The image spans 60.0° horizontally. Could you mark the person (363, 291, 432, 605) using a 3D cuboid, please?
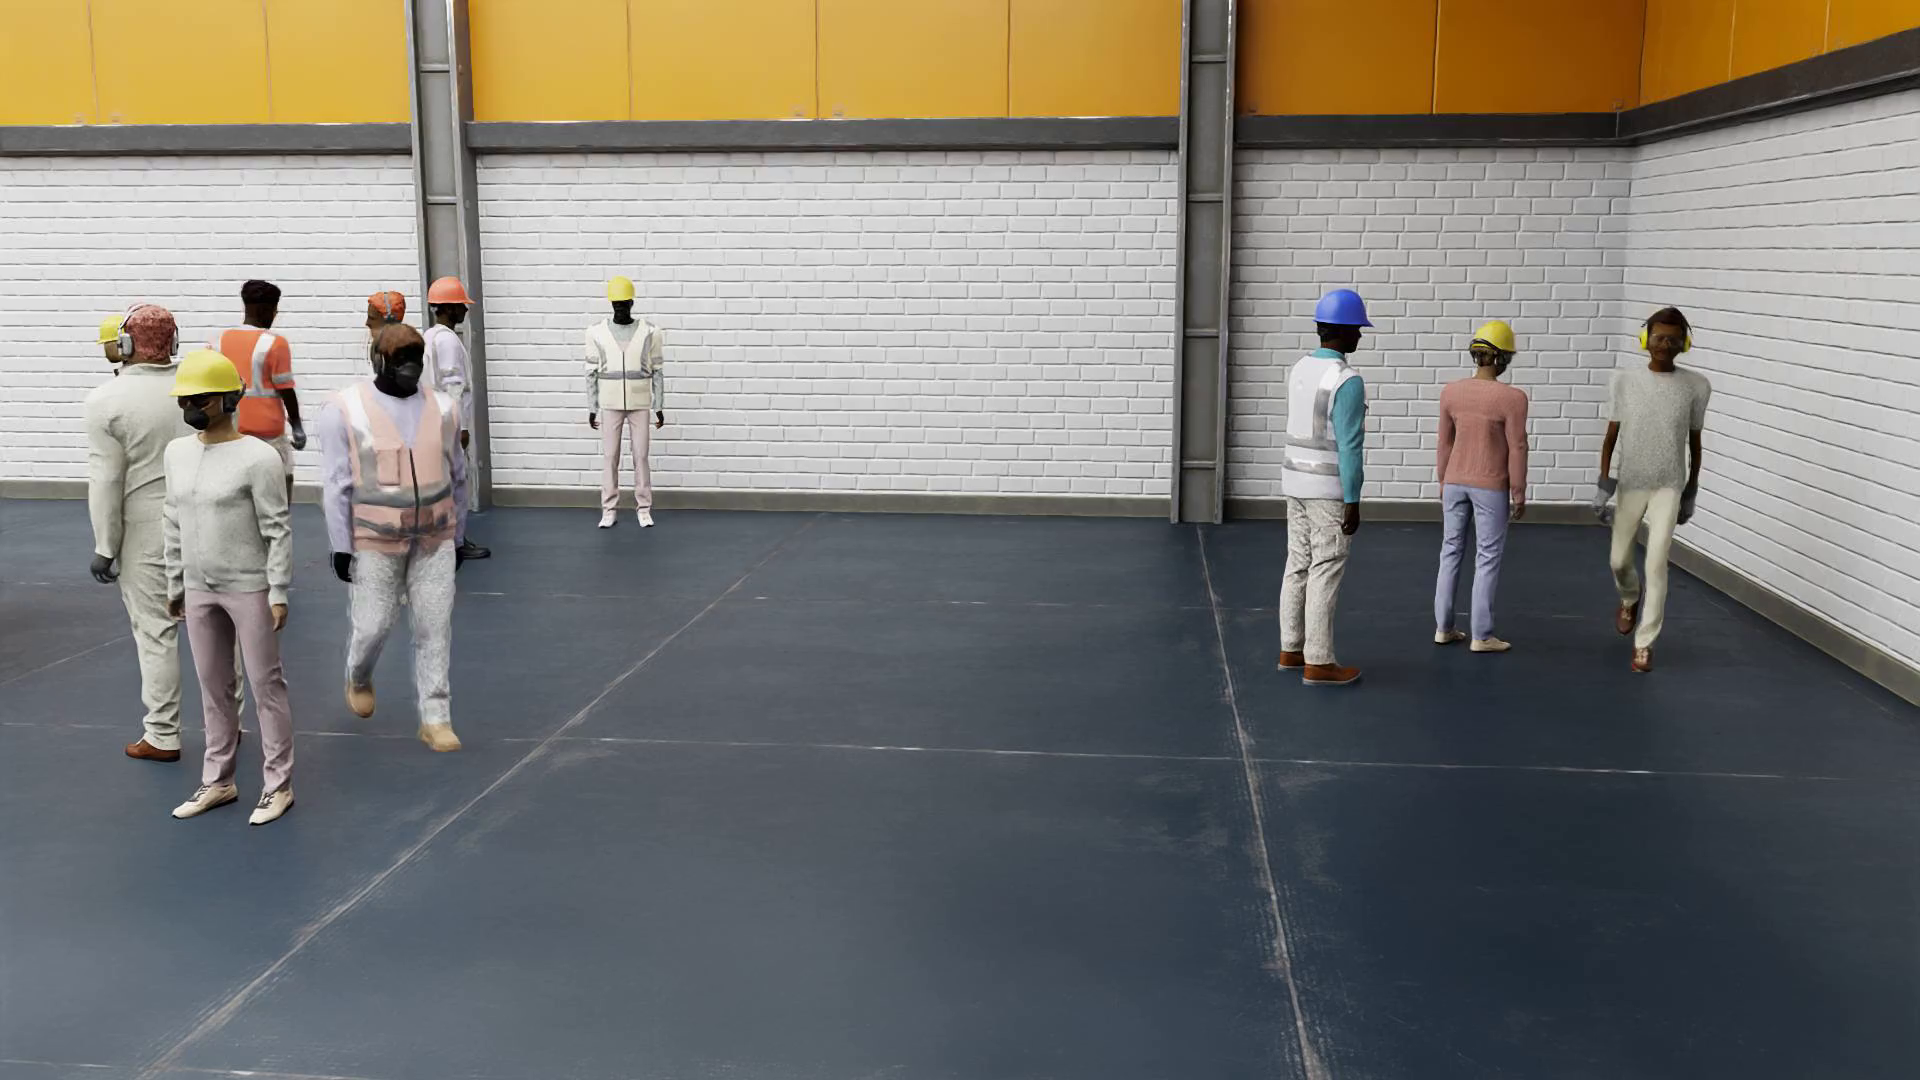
[{"bbox_3d":[-3.382,-0.554,10.035,0.575,1.883,0.362,9,13,40],"label":"person"}]

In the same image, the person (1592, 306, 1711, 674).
[{"bbox_3d":[3.558,-0.282,8.581,0.519,1.850,0.726,5,11,27],"label":"person"}]

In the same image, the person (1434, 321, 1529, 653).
[{"bbox_3d":[2.769,-0.276,8.817,0.343,1.755,0.531,-8,13,-39],"label":"person"}]

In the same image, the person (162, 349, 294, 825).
[{"bbox_3d":[-2.717,0.181,6.160,0.524,1.769,0.326,3,10,17],"label":"person"}]

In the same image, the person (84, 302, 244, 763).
[{"bbox_3d":[-3.324,-0.030,6.964,0.403,1.911,0.637,8,13,38],"label":"person"}]

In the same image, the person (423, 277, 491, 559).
[{"bbox_3d":[-3.500,-0.833,11.475,0.362,1.939,0.542,-6,12,-32],"label":"person"}]

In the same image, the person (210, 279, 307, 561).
[{"bbox_3d":[-4.678,-0.759,11.077,0.627,1.935,0.423,4,11,21],"label":"person"}]

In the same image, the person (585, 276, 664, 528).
[{"bbox_3d":[-2.556,-1.047,12.732,0.590,1.926,0.388,-2,10,-9],"label":"person"}]

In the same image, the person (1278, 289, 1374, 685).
[{"bbox_3d":[1.804,-0.256,8.187,0.412,1.940,0.602,-3,10,-18],"label":"person"}]

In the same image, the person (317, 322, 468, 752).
[{"bbox_3d":[-2.426,-0.023,7.150,0.628,1.828,0.666,-7,12,-37],"label":"person"}]
